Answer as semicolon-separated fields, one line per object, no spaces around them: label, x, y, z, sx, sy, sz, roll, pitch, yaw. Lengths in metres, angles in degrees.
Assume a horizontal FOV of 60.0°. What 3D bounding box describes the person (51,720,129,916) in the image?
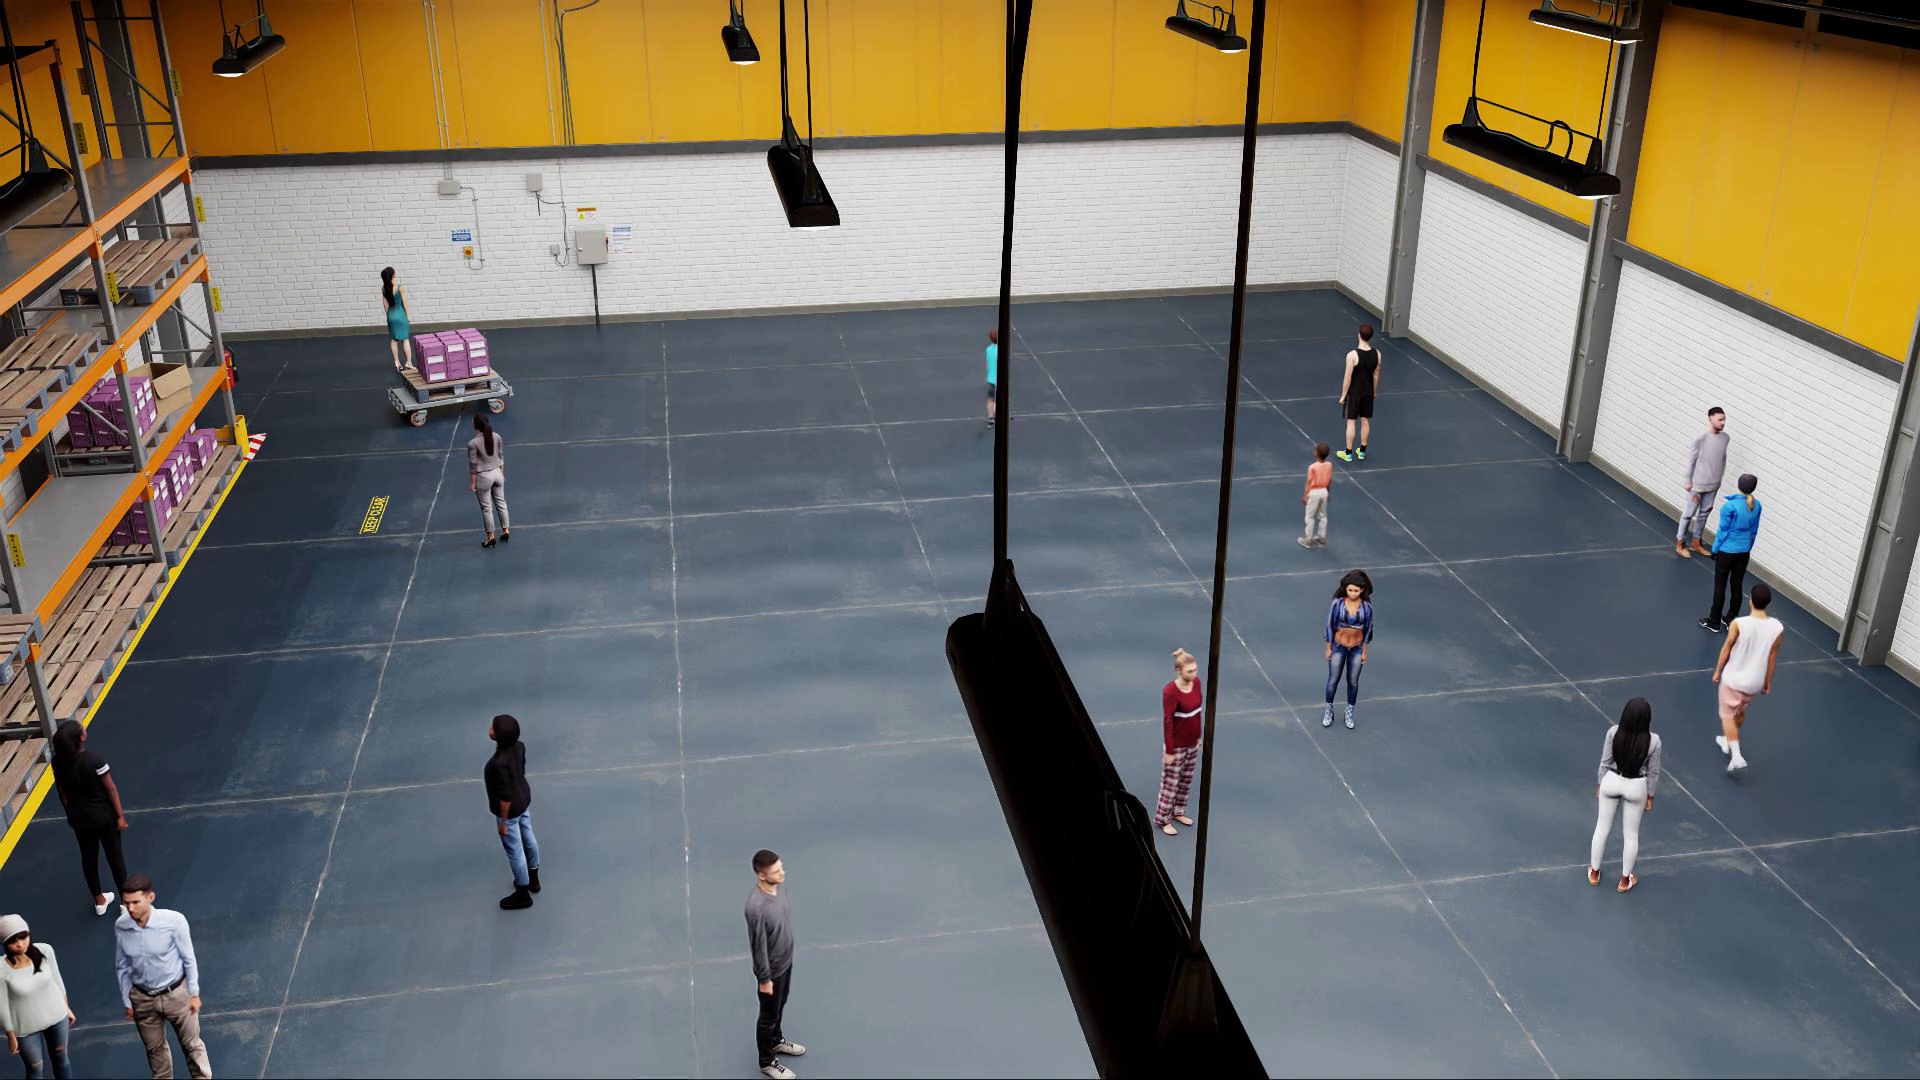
person;-6.836;2.181;13.124;0.660;1.728;0.646;1;24;2

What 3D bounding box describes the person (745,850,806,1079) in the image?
person;-1.293;2.893;11.455;0.748;1.761;0.595;4;24;10

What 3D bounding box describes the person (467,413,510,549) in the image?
person;-5.617;-0.715;19.813;0.771;1.678;0.727;20;30;38

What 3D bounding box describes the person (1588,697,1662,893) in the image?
person;5.373;2.035;13.464;0.666;1.724;0.701;12;27;26

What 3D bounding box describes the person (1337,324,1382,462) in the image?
person;5.404;-1.991;22.465;0.690;1.892;0.593;-6;24;-13

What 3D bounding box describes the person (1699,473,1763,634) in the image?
person;8.249;0.131;17.728;0.616;1.797;0.517;-3;24;-7

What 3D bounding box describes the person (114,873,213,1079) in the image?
person;-5.309;3.018;11.061;0.652;1.847;0.601;-3;24;-6

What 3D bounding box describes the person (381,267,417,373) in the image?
person;-8.836;-3.470;26.107;0.611;1.685;0.590;4;24;9

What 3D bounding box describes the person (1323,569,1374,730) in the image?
person;3.696;1.042;15.871;0.674;1.617;0.661;4;24;9

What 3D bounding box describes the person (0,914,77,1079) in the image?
person;-6.082;3.168;10.973;0.683;1.643;0.631;17;29;34

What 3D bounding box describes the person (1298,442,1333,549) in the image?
person;4.281;-0.543;19.880;0.508;1.308;0.511;-8;25;-17

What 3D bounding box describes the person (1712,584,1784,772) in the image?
person;7.139;1.289;15.126;0.783;1.760;1.091;1;24;1

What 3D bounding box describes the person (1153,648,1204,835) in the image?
person;1.895;1.713;14.232;0.691;1.700;0.694;-20;31;-39

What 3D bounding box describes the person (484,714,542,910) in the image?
person;-3.554;2.141;13.249;0.689;1.702;0.573;4;24;8

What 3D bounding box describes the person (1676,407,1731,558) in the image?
person;8.756;-0.707;19.594;0.682;1.839;0.585;-6;24;-13

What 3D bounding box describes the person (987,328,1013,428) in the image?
person;0.488;-2.300;23.735;0.699;1.441;0.759;16;28;33
